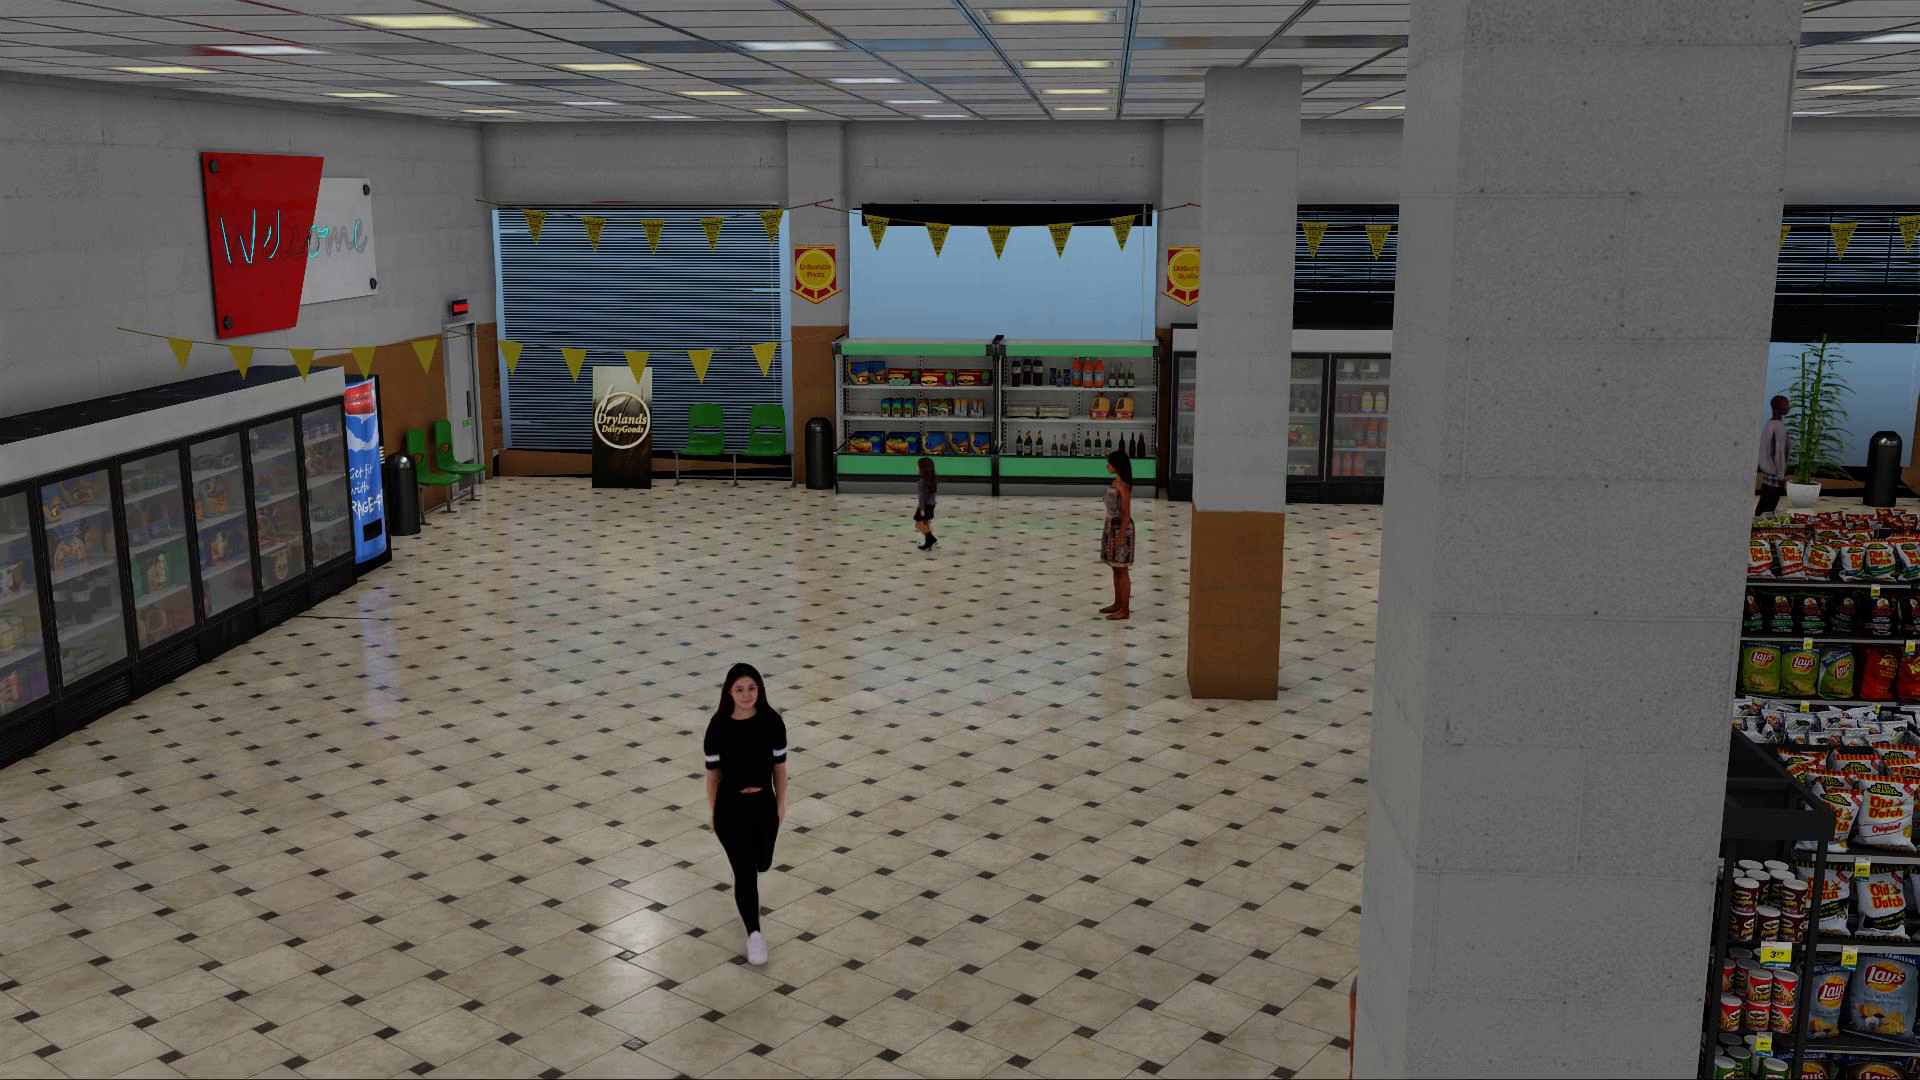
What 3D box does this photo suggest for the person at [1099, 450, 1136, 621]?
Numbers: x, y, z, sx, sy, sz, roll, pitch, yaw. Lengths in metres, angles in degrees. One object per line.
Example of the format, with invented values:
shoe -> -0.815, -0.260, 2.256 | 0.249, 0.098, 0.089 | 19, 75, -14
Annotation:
person -> 1.545, -0.061, 16.084 | 0.606, 1.643, 0.695 | -2, 12, -7

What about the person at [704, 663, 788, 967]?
person -> -1.169, 1.437, 9.029 | 1.017, 1.619, 0.928 | -4, 13, -19

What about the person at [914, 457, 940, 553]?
person -> -0.342, -0.402, 19.019 | 0.621, 1.101, 0.563 | 6, 13, 27

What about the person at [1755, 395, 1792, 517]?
person -> 9.392, -0.790, 19.238 | 0.516, 1.771, 0.620 | 2, 12, 7
